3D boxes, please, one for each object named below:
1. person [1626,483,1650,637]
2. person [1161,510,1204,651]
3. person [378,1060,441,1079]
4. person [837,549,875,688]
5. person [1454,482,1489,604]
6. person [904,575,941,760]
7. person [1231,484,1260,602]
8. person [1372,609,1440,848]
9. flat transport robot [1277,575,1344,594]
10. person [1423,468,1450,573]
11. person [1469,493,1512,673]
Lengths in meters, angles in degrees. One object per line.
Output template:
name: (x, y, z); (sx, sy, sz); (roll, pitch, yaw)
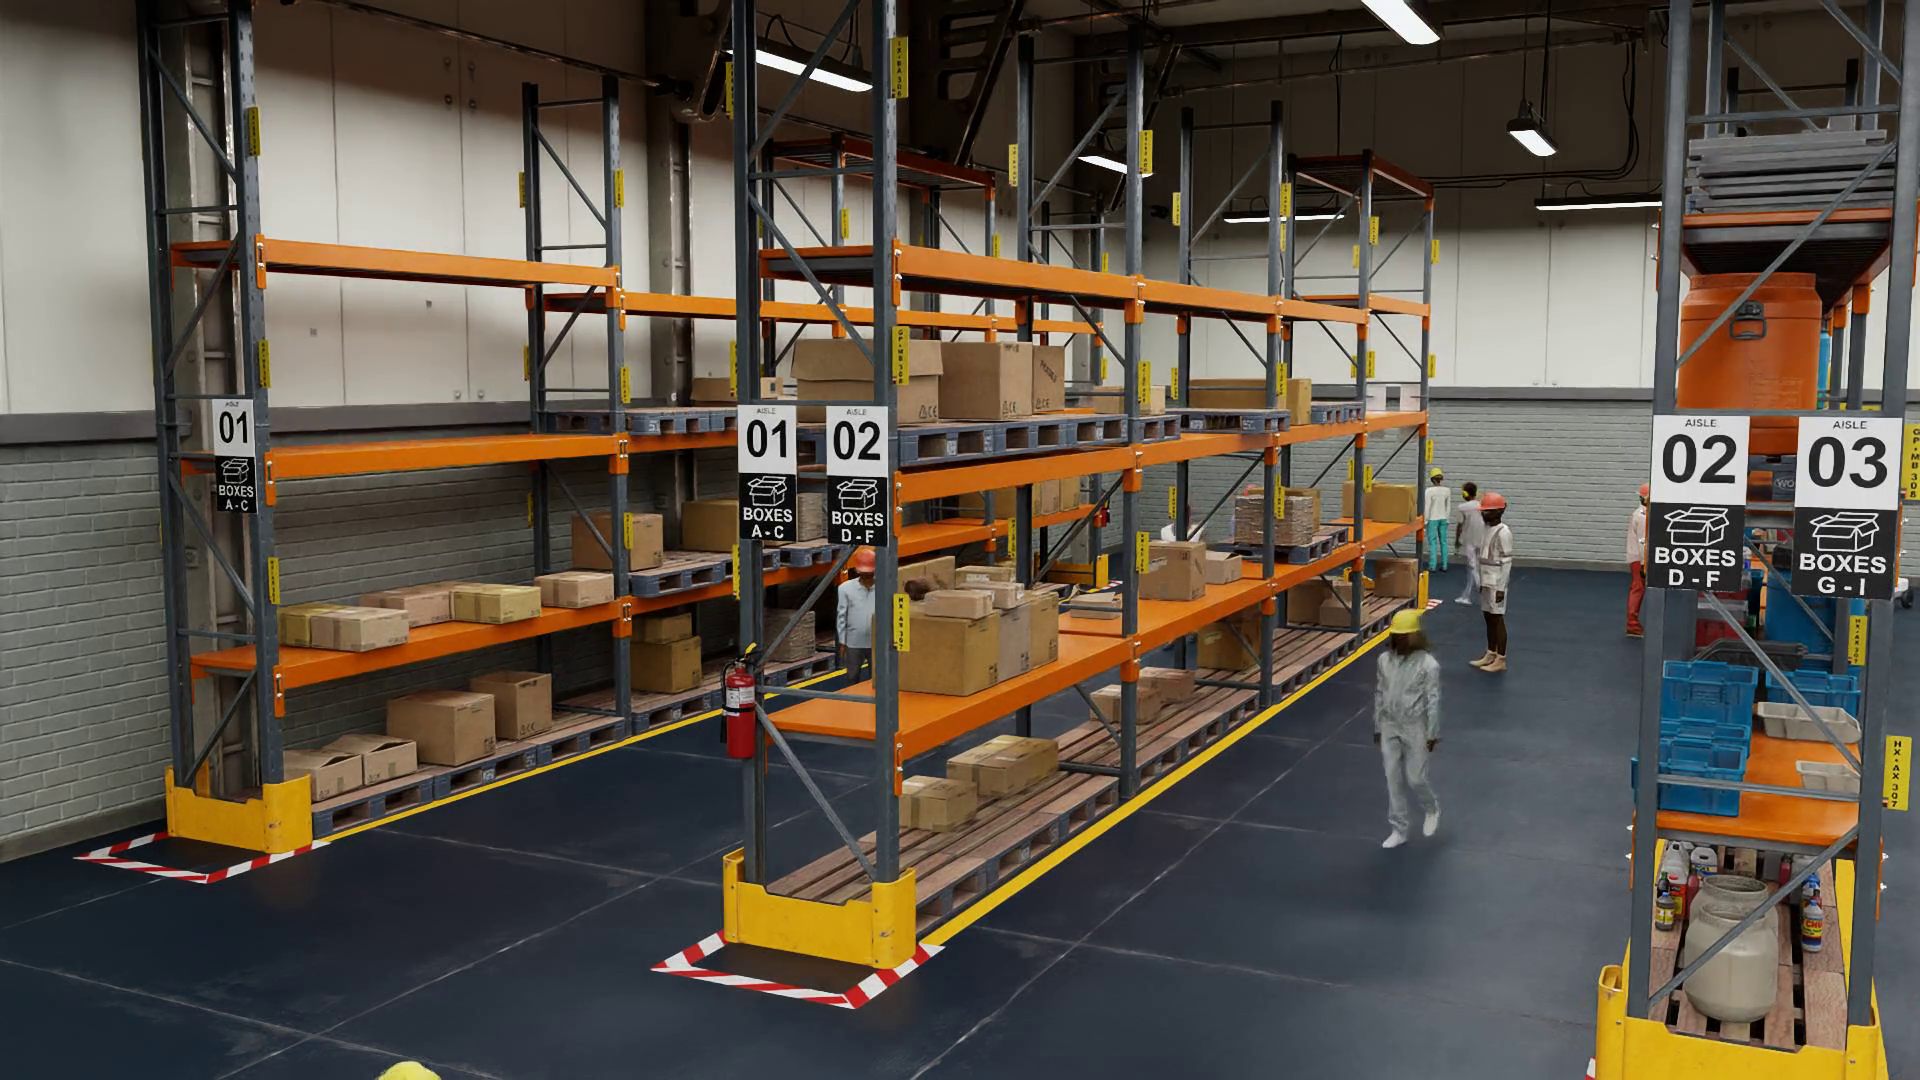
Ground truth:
person: (8.771, 0.256, 21.310); (0.418, 1.986, 0.607); (2, 6, 19)
person: (2.756, 0.427, 20.549); (0.583, 1.800, 0.995); (3, 6, 25)
person: (-1.287, 2.143, 4.082); (0.562, 1.746, 0.563); (3, 7, 30)
person: (-0.882, 0.948, 15.705); (0.562, 1.741, 0.346); (-1, 6, -11)
person: (7.404, 0.070, 23.880); (0.552, 1.828, 0.913); (-2, 6, -19)
person: (-0.357, 1.111, 14.689); (0.521, 1.627, 0.467); (2, 6, 21)
person: (3.829, 0.224, 21.854); (0.561, 1.927, 0.525); (2, 6, 22)
person: (3.213, 1.346, 11.935); (0.483, 1.732, 0.450); (6, 8, 44)
flat transport robot: (5.379, 0.690, 25.297); (1.431, 0.197, 0.652); (-3, 6, -24)
person: (8.017, -0.330, 28.026); (0.533, 1.765, 0.321); (-3, 6, -23)
person: (6.002, 0.482, 18.799); (0.382, 2.040, 0.616); (0, 6, -2)
